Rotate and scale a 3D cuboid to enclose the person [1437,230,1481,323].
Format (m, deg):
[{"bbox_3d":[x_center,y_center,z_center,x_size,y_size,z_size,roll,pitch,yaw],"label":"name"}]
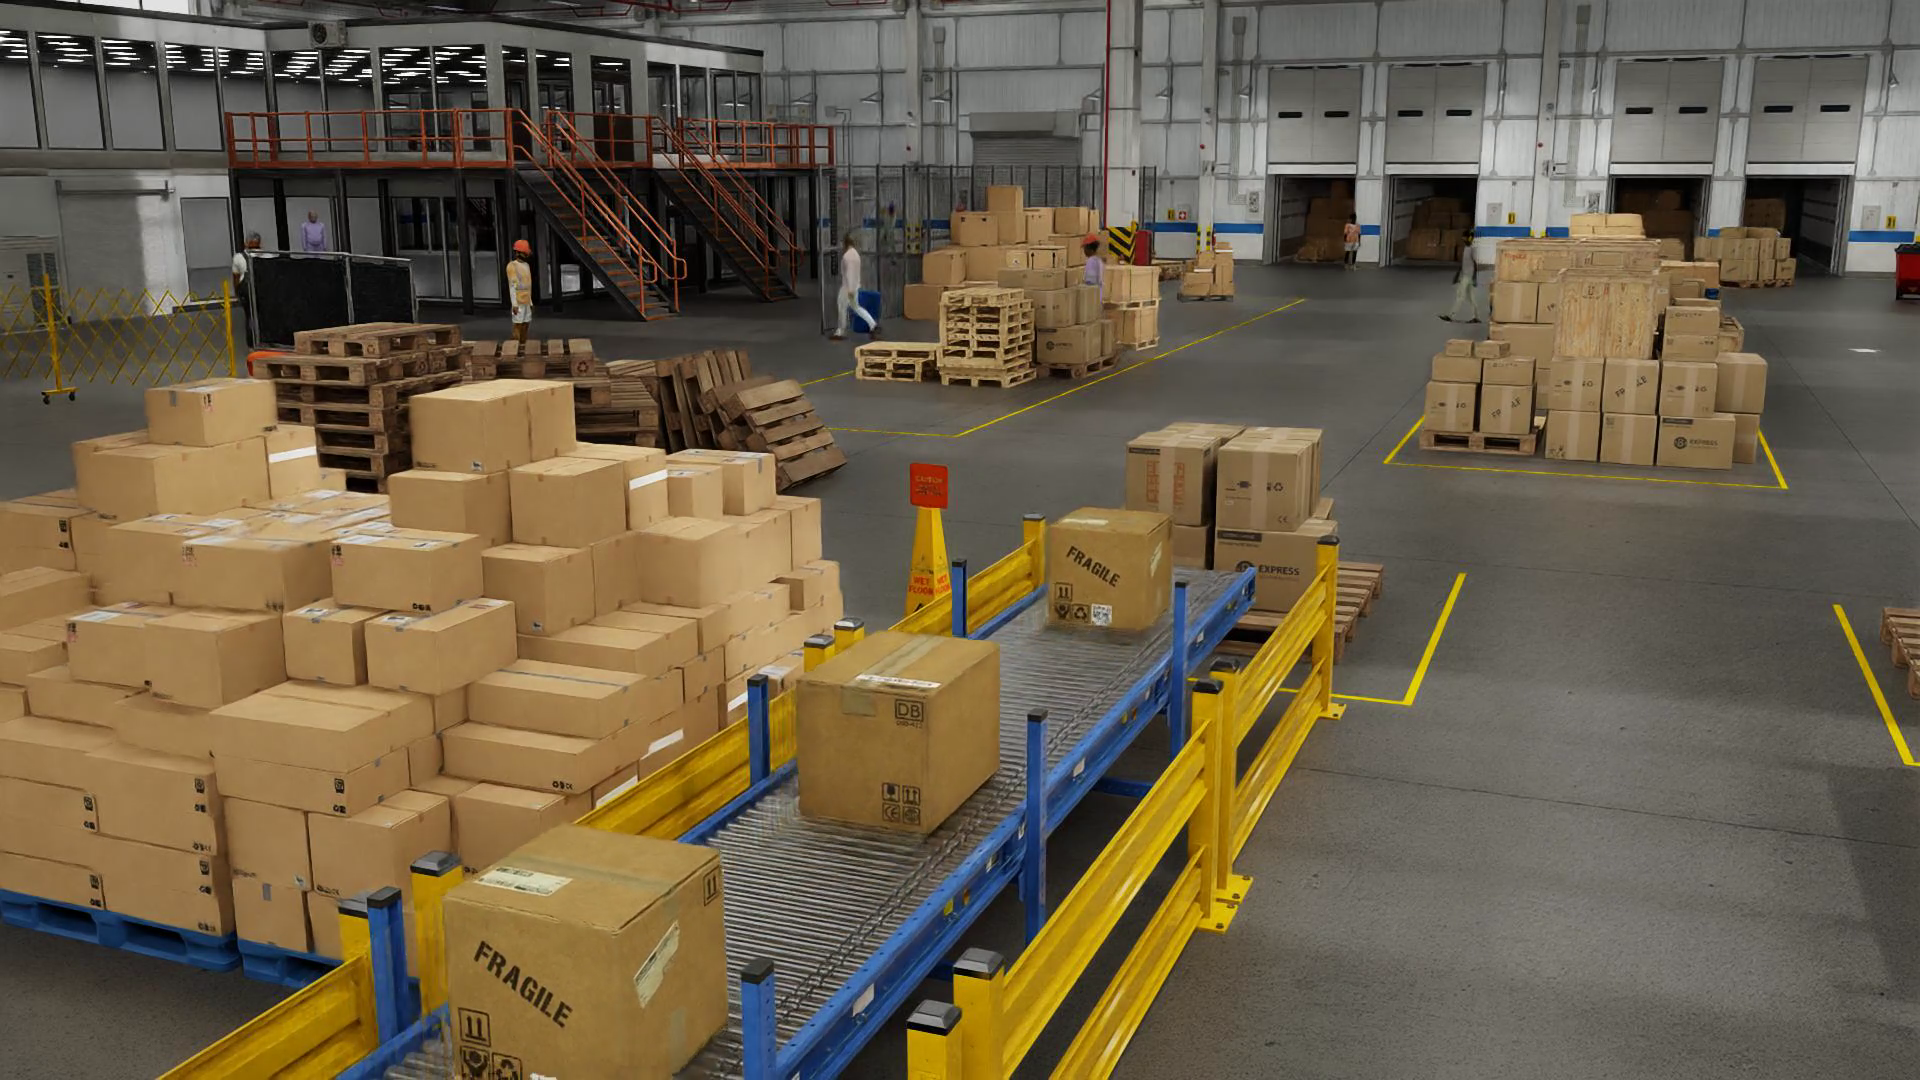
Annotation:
[{"bbox_3d":[9.910,-5.183,32.826,0.957,1.826,0.518,1,13,3],"label":"person"}]

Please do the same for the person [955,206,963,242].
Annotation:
[{"bbox_3d":[-0.005,-8.462,47.144,0.613,1.994,0.382,4,13,19],"label":"person"}]

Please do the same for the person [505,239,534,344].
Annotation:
[{"bbox_3d":[-6.849,-3.730,26.048,0.358,1.938,0.542,3,13,15],"label":"person"}]

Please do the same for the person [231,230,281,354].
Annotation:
[{"bbox_3d":[-11.607,-4.104,27.495,0.688,2.000,0.536,-2,13,-9],"label":"person"}]

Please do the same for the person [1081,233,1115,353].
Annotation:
[{"bbox_3d":[2.104,-3.835,26.346,0.609,2.037,0.652,3,13,12],"label":"person"}]

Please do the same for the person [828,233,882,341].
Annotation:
[{"bbox_3d":[-1.877,-4.471,29.443,0.899,1.914,0.635,3,13,13],"label":"person"}]

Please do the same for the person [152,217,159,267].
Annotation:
[{"bbox_3d":[-22.634,-8.378,47.107,0.567,1.848,0.558,1,13,6],"label":"person"}]

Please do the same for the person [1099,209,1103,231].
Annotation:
[{"bbox_3d":[3.924,-8.742,48.661,0.548,1.896,0.981,6,14,27],"label":"person"}]

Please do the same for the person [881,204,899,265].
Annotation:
[{"bbox_3d":[-2.239,-9.703,52.842,0.594,1.932,0.615,10,16,38],"label":"person"}]

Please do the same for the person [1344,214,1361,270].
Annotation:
[{"bbox_3d":[11.858,-9.011,50.280,0.540,1.696,0.317,-2,13,-7],"label":"person"}]
